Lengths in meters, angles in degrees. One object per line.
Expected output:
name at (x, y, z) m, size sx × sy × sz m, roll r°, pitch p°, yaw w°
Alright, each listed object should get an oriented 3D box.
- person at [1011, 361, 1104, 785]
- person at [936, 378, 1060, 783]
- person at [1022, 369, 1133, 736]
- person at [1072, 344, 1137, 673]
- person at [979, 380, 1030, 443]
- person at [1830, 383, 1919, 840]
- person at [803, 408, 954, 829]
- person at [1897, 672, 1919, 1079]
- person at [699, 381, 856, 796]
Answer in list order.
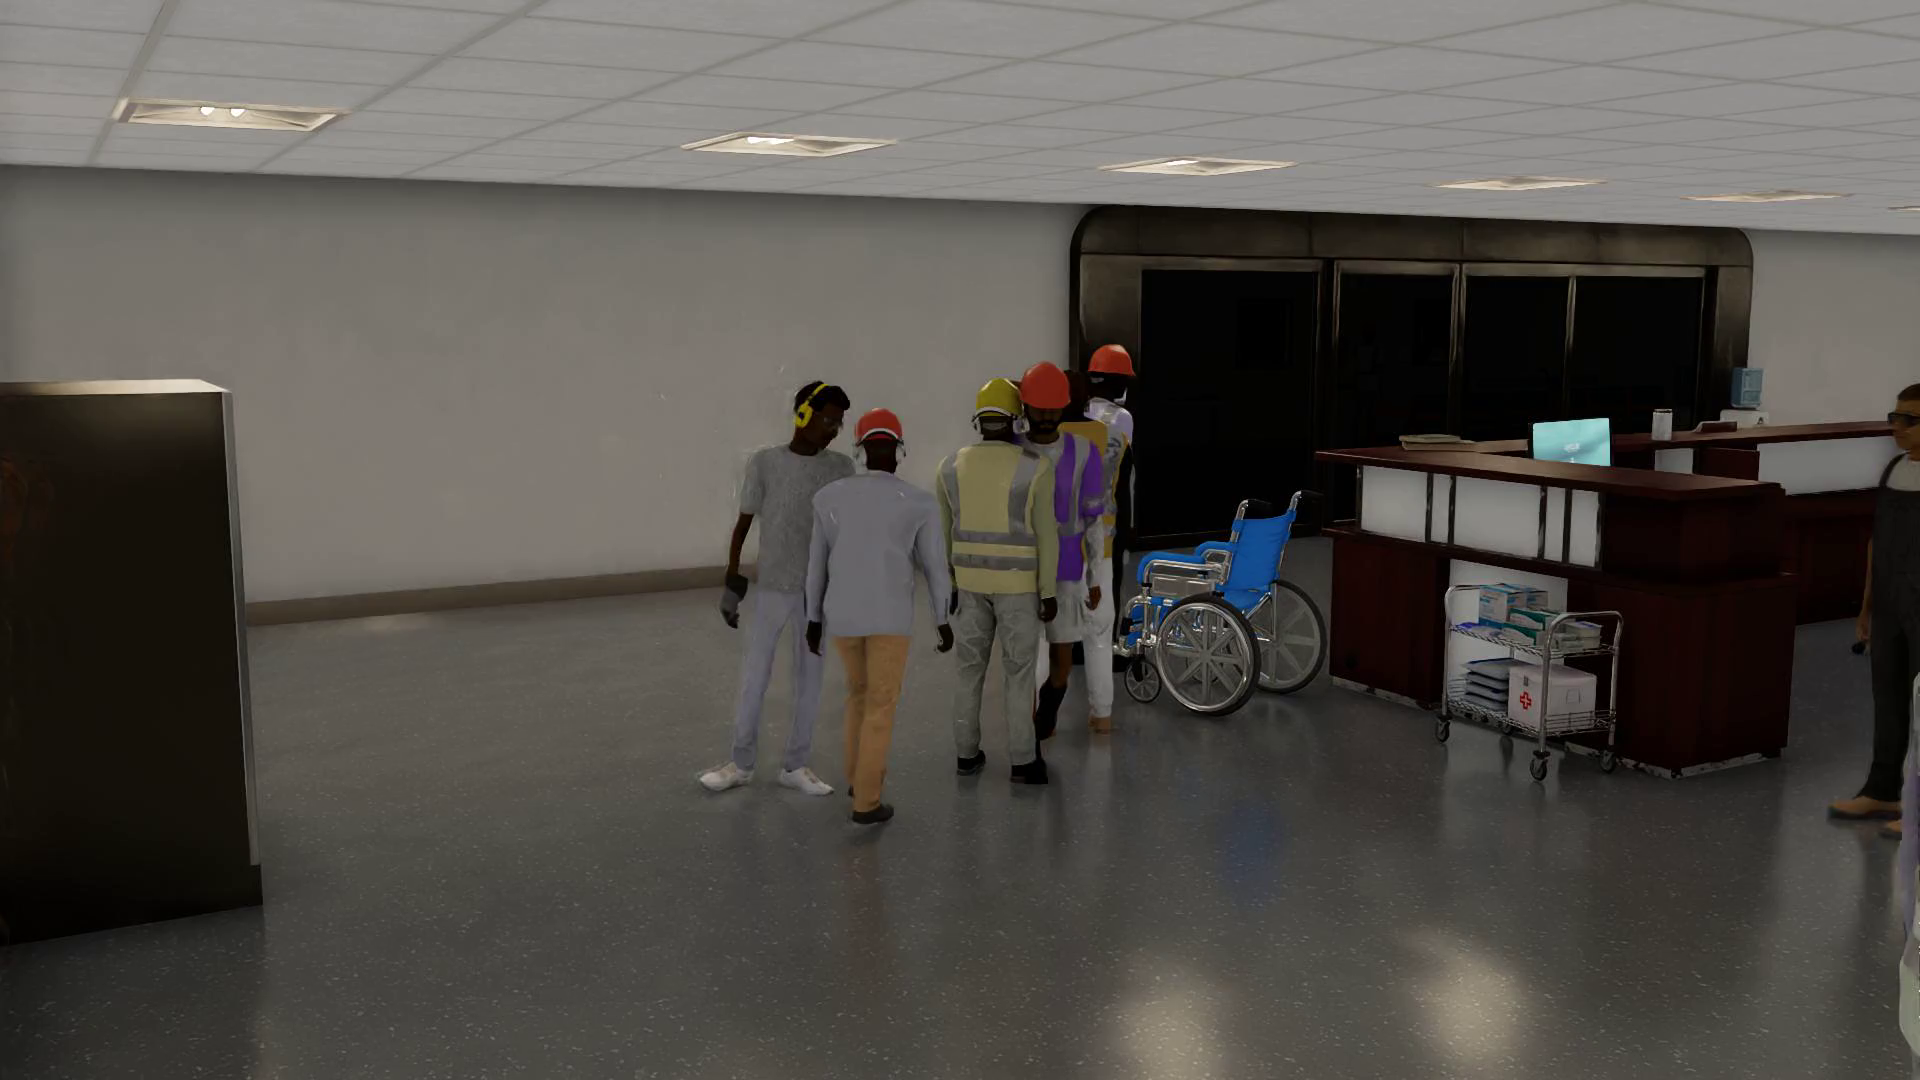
person at (0.375, 0.124, 7.653) m, size 0.559 × 1.910 × 0.715 m, roll 0°, pitch 8°, yaw -1°
person at (0.179, 0.183, 7.561) m, size 0.595 × 1.827 × 0.404 m, roll 4°, pitch 9°, yaw 26°
person at (0.542, 0.071, 8.325) m, size 0.626 × 1.841 × 0.429 m, roll -1°, pitch 8°, yaw -6°
person at (0.856, -0.189, 9.820) m, size 0.378 × 1.932 × 0.554 m, roll -5°, pitch 10°, yaw -35°
person at (0.382, -0.340, 12.046) m, size 0.505 × 1.628 × 0.286 m, roll -1°, pitch 8°, yaw -8°
person at (3.851, 0.285, 6.730) m, size 0.330 × 1.841 × 0.527 m, roll -2°, pitch 8°, yaw -12°
person at (-0.324, 0.314, 6.941) m, size 0.589 × 1.718 × 0.601 m, roll 3°, pitch 9°, yaw 23°
person at (1.716, 0.801, 2.623) m, size 0.403 × 1.944 × 0.605 m, roll 0°, pitch 8°, yaw -1°
person at (-0.783, 0.225, 7.222) m, size 0.670 × 1.829 × 0.449 m, roll -2°, pitch 8°, yaw -16°
